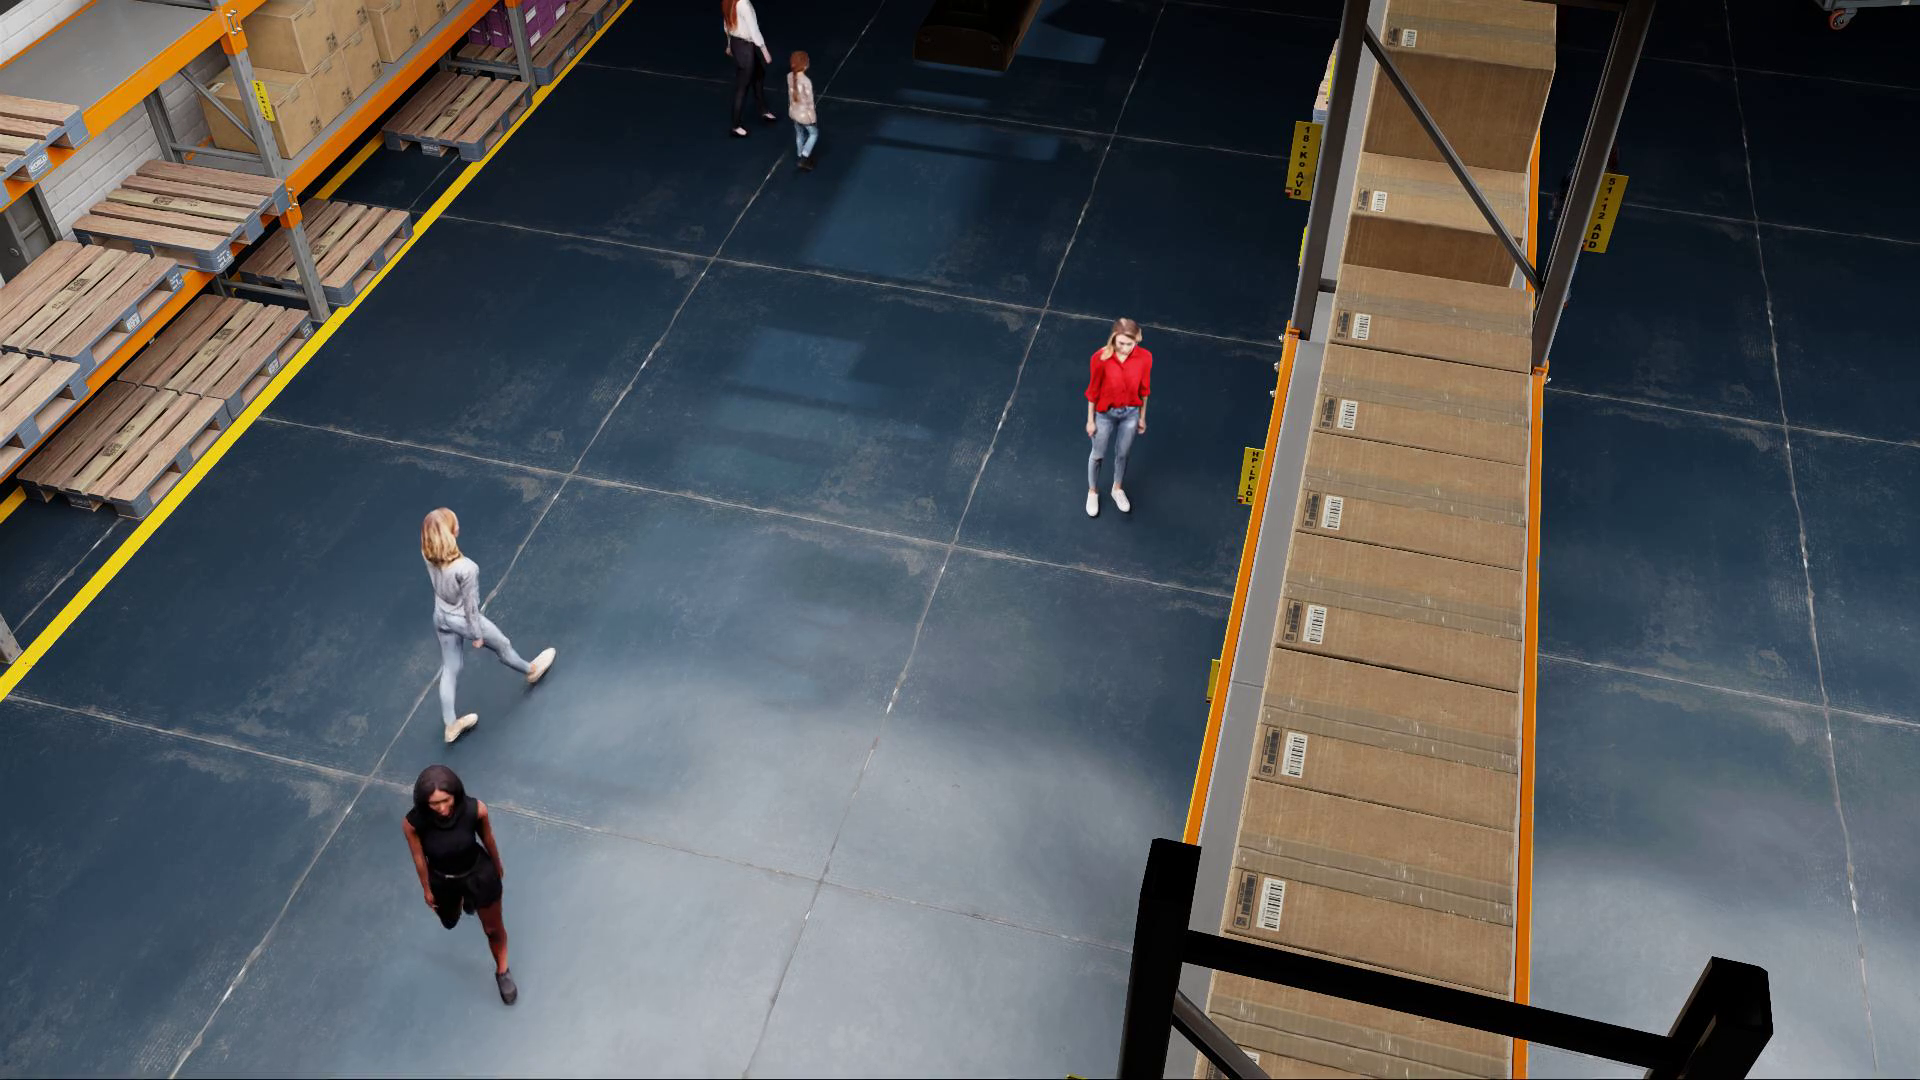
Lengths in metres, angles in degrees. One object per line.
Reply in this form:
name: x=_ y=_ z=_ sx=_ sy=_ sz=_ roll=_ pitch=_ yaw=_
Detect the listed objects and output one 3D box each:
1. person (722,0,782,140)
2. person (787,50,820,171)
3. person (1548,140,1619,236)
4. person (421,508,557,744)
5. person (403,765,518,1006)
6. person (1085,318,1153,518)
person: x=-2.103 y=-4.515 z=15.564 sx=0.944 sy=1.736 sz=0.885 roll=-22 pitch=48 yaw=-21
person: x=-1.487 y=-3.939 z=15.355 sx=0.577 sy=1.190 sz=0.612 roll=31 pitch=52 yaw=29
person: x=5.059 y=-2.638 z=13.686 sx=0.814 sy=1.608 sz=0.727 roll=-6 pitch=44 yaw=-6
person: x=-3.132 y=0.557 z=10.228 sx=0.894 sy=1.753 sz=1.216 roll=26 pitch=49 yaw=25
person: x=-2.702 y=1.772 z=8.973 sx=0.910 sy=1.724 sz=1.075 roll=-12 pitch=45 yaw=-12
person: x=1.105 y=-0.895 z=11.786 sx=0.684 sy=1.705 sz=0.653 roll=-6 pitch=44 yaw=-7
